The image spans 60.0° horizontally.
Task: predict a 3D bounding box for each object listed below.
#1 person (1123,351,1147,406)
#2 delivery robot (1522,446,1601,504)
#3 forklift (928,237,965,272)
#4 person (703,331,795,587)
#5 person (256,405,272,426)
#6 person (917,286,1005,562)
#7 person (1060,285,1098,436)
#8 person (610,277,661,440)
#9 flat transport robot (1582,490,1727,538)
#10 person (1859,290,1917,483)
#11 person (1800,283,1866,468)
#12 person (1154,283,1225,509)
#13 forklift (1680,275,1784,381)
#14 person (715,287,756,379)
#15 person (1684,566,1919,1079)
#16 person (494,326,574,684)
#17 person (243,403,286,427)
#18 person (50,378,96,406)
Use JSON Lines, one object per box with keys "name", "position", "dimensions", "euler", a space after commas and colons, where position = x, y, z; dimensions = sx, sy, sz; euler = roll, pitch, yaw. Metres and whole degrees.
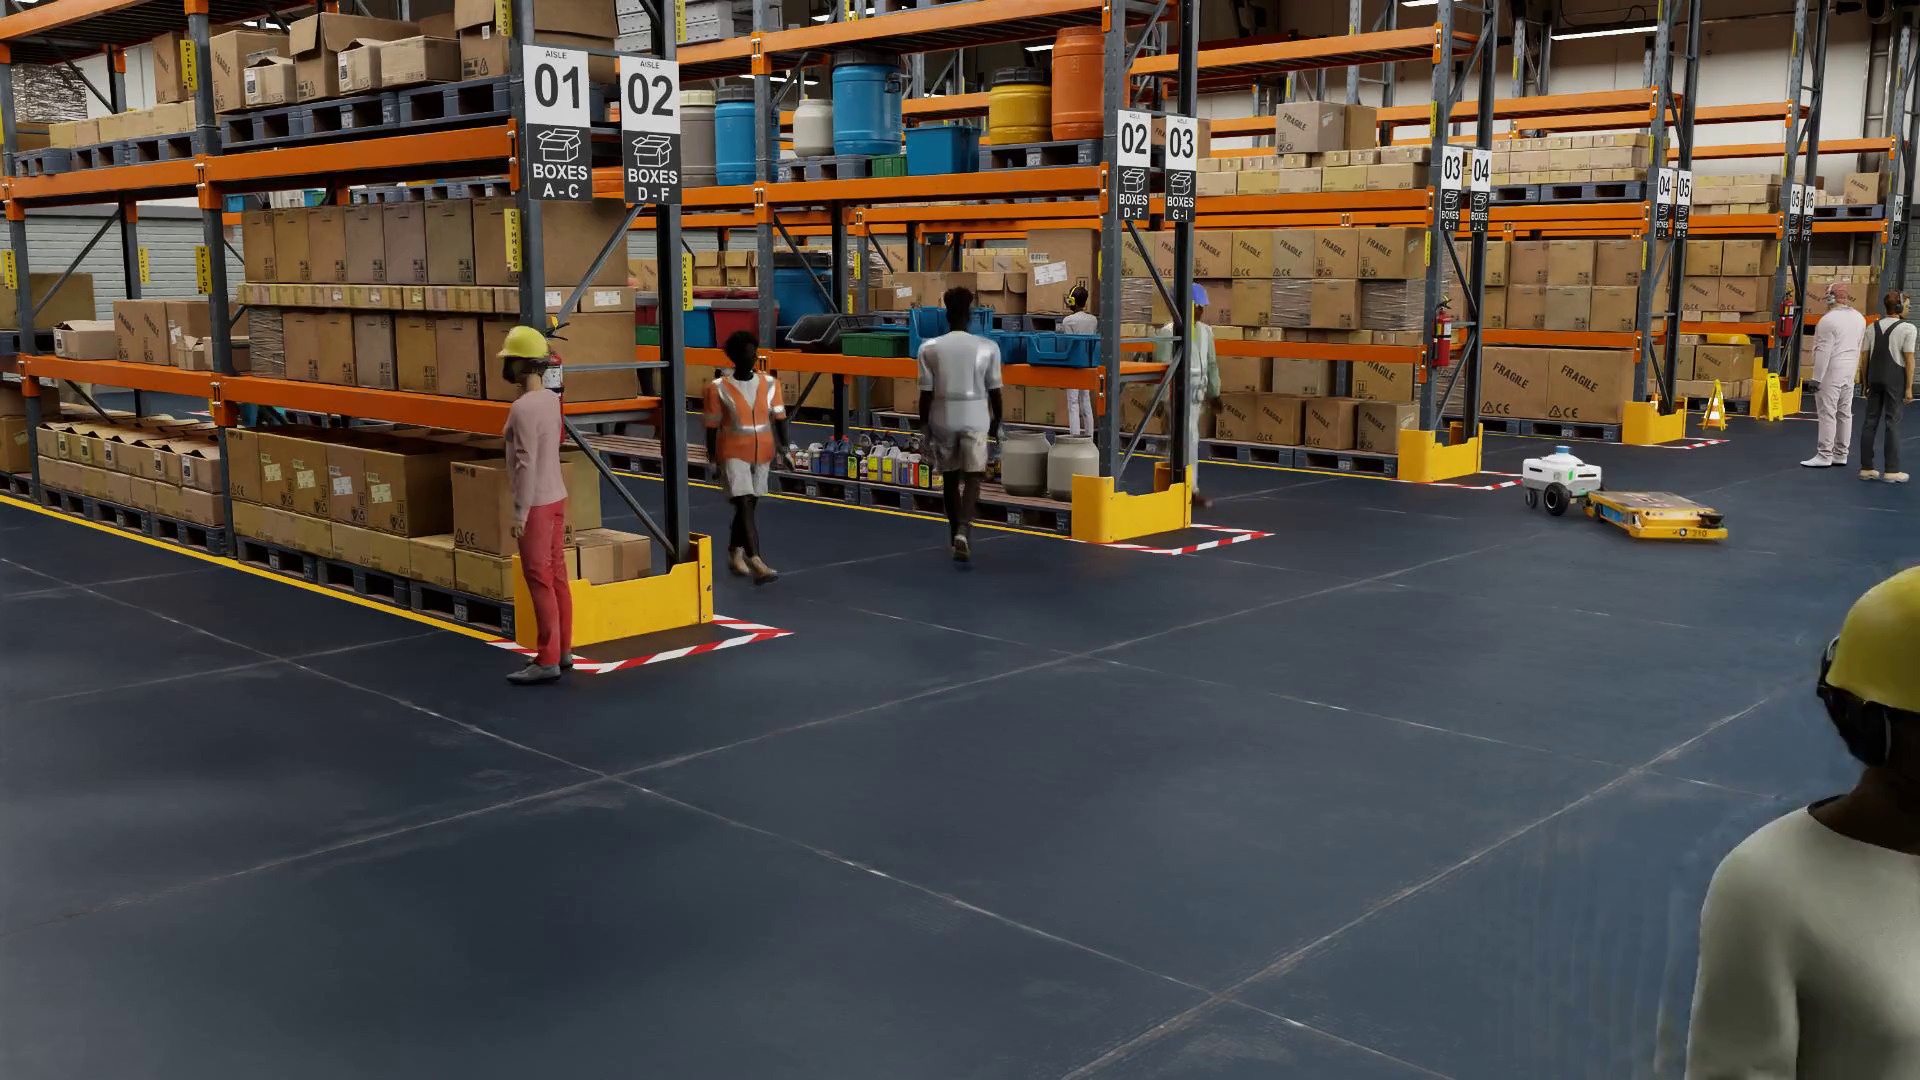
{"name": "person", "position": [2.402, -2.426, 21.992], "dimensions": [0.787, 1.805, 0.599], "euler": [5, 11, 29]}
{"name": "delivery robot", "position": [5.136, -0.562, 14.216], "dimensions": [0.477, 0.478, 0.707], "euler": [-3, 10, -16]}
{"name": "forklift", "position": [-0.326, -5.817, 39.609], "dimensions": [1.129, 2.768, 1.873], "euler": [9, 13, 43]}
{"name": "person", "position": [-1.382, -0.540, 10.881], "dimensions": [0.534, 1.642, 0.890], "euler": [-6, 11, -34]}
{"name": "person", "position": [-8.202, -2.049, 19.430], "dimensions": [0.986, 1.886, 0.563], "euler": [8, 12, 41]}
{"name": "person", "position": [-0.003, -0.824, 11.755], "dimensions": [0.609, 1.938, 0.921], "euler": [1, 9, 8]}
{"name": "person", "position": [1.273, -1.829, 18.118], "dimensions": [0.532, 1.871, 0.321], "euler": [-9, 13, -43]}
{"name": "person", "position": [-3.840, -2.136, 19.722], "dimensions": [0.624, 1.965, 0.928], "euler": [-7, 12, -37]}
{"name": "flat transport robot", "position": [5.503, -0.215, 13.241], "dimensions": [0.652, 0.197, 1.431], "euler": [1, 9, 4]}
{"name": "person", "position": [8.996, -1.491, 16.132], "dimensions": [0.348, 1.842, 0.506], "euler": [-5, 10, -28]}
{"name": "person", "position": [9.046, -1.704, 17.261], "dimensions": [0.636, 1.903, 0.406], "euler": [-5, 10, -28]}
{"name": "person", "position": [2.029, -1.237, 14.329], "dimensions": [0.604, 1.914, 0.813], "euler": [-9, 13, -43]}
{"name": "forklift", "position": [12.480, -3.427, 27.053], "dimensions": [1.214, 2.155, 2.313], "euler": [9, 13, 43]}
{"name": "person", "position": [-2.656, -2.070, 19.721], "dimensions": [0.641, 1.835, 0.430], "euler": [-8, 13, -42]}
{"name": "person", "position": [1.095, 0.855, 2.123], "dimensions": [0.538, 1.719, 0.911], "euler": [-2, 10, -15]}
{"name": "person", "position": [-2.140, -0.177, 8.316], "dimensions": [0.323, 1.766, 0.536], "euler": [1, 9, 3]}
{"name": "person", "position": [-7.037, -1.574, 16.789], "dimensions": [0.593, 1.794, 0.968], "euler": [-8, 12, -40]}
{"name": "person", "position": [-9.846, -1.767, 18.501], "dimensions": [0.625, 1.615, 0.508], "euler": [9, 13, 43]}
